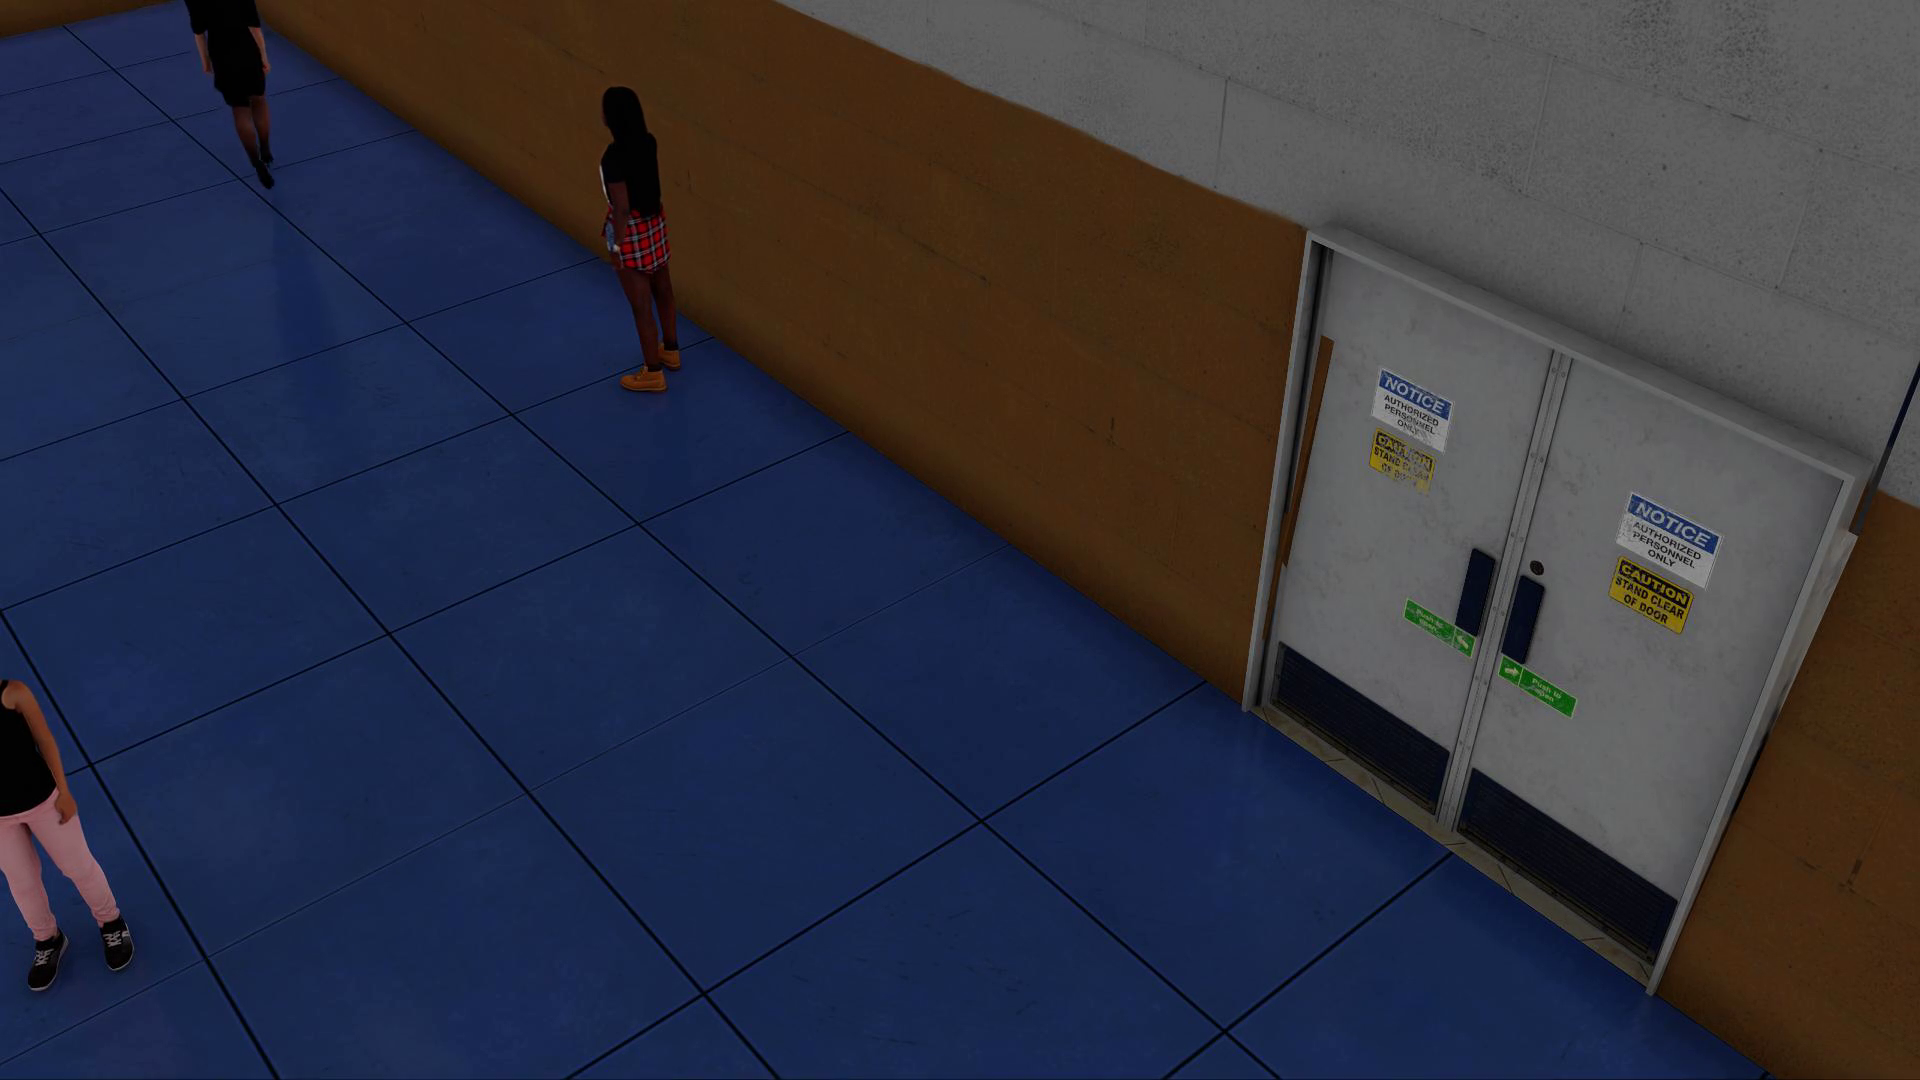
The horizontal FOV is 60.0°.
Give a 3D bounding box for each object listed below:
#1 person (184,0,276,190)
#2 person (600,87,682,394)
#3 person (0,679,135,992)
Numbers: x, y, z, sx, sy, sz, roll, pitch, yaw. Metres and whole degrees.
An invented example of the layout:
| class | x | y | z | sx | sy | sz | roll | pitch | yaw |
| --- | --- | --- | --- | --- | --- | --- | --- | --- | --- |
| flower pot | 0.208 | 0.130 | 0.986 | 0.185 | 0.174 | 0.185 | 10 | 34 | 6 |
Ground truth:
| class | x | y | z | sx | sy | sz | roll | pitch | yaw |
| --- | --- | --- | --- | --- | --- | --- | --- | --- | --- |
| person | -4.795 | -3.142 | 11.050 | 1.052 | 1.675 | 0.845 | -15 | 40 | -19 |
| person | -1.733 | -1.624 | 8.996 | 0.777 | 1.729 | 0.692 | 11 | 38 | 15 |
| person | -3.263 | 0.907 | 5.762 | 0.555 | 1.563 | 0.655 | -12 | 38 | -15 |
